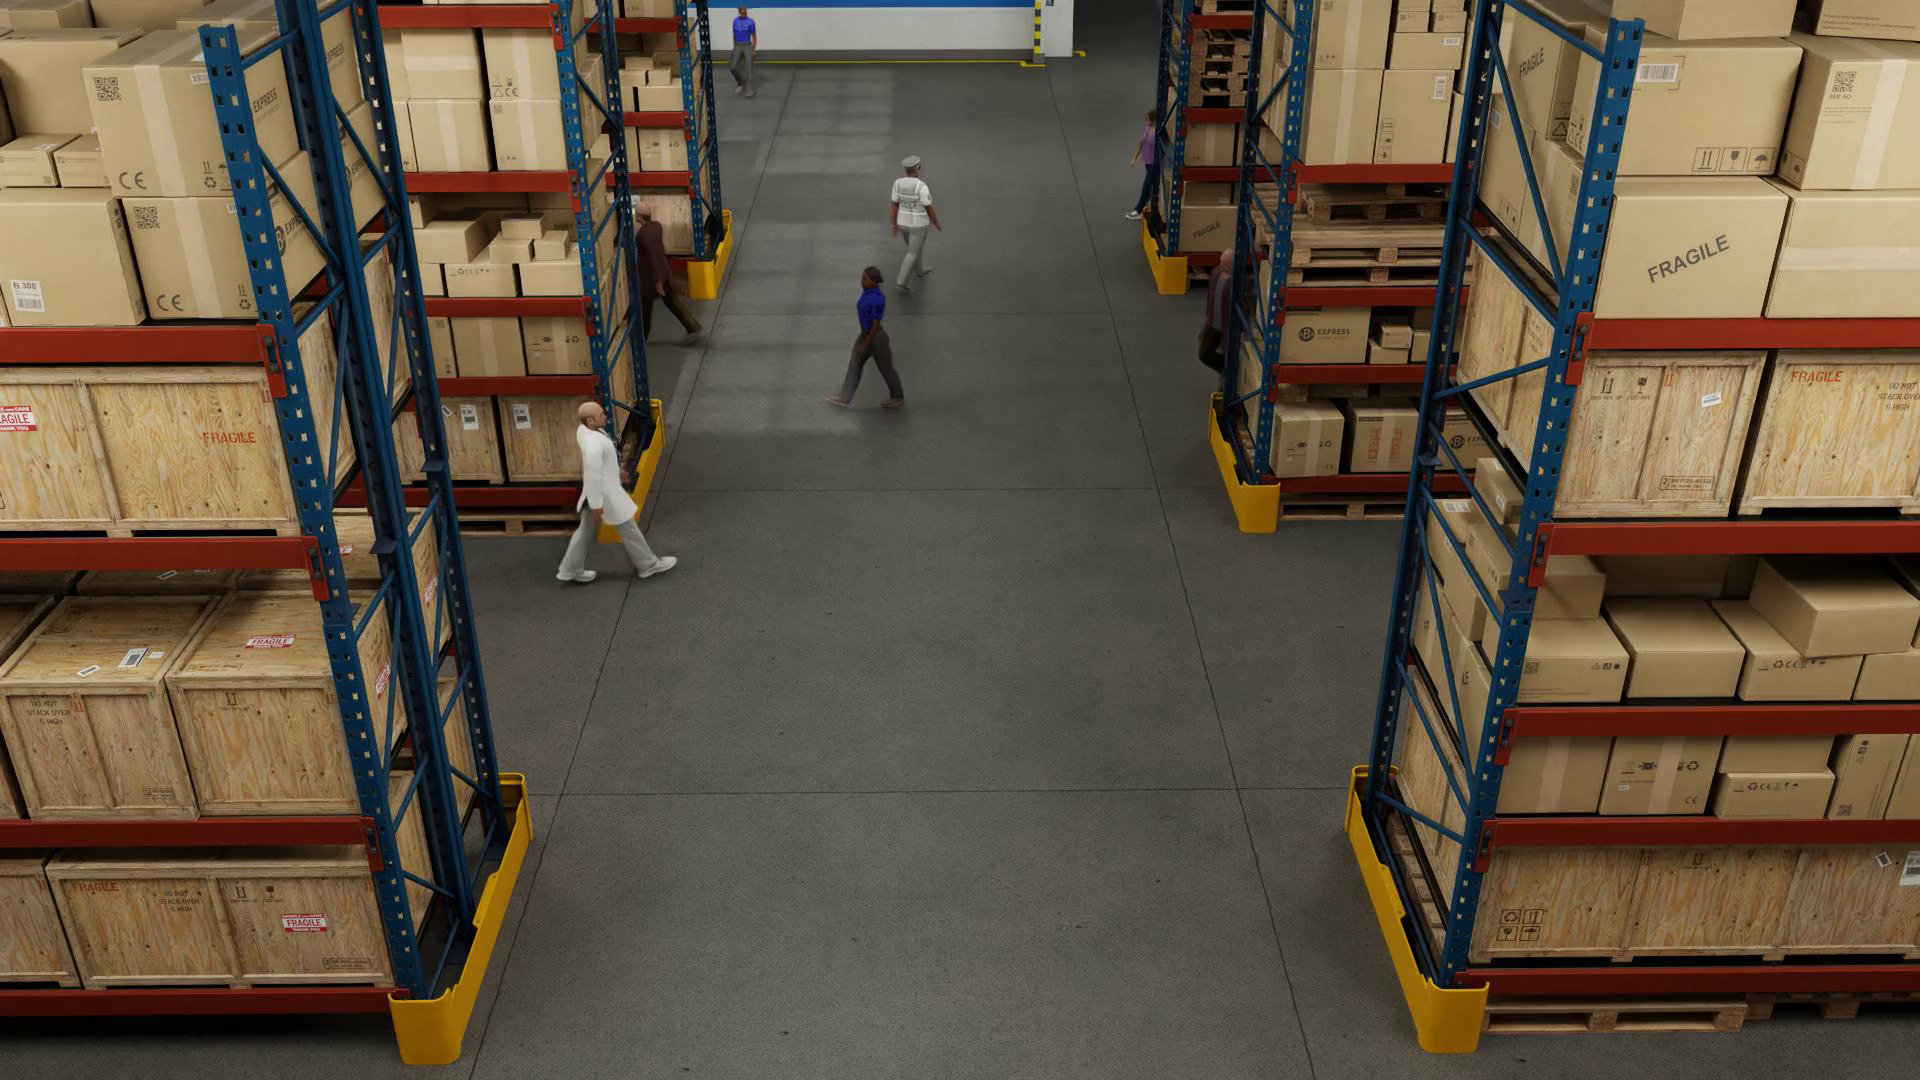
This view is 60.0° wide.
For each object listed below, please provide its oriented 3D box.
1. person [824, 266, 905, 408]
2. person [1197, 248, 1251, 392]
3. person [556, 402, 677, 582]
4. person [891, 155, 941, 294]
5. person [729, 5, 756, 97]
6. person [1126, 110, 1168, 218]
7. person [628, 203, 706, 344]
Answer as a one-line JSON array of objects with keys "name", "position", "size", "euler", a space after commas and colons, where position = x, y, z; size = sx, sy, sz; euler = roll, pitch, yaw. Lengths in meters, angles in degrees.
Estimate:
[{"name": "person", "position": [-1.032, -2.166, 18.038], "size": [0.903, 1.626, 0.464], "euler": [-13, 31, -23]}, {"name": "person", "position": [2.945, -2.366, 18.253], "size": [0.614, 1.775, 0.653], "euler": [-23, 36, -37]}, {"name": "person", "position": [-3.118, -0.433, 14.704], "size": [1.068, 1.749, 0.590], "euler": [-14, 31, -24]}, {"name": "person", "position": [-0.571, -4.132, 21.597], "size": [0.558, 1.731, 1.017], "euler": [19, 33, 31]}, {"name": "person", "position": [-4.023, -9.088, 30.894], "size": [0.488, 1.662, 0.410], "euler": [7, 29, 12]}, {"name": "person", "position": [2.798, -5.528, 24.367], "size": [0.915, 1.551, 0.426], "euler": [-15, 32, -26]}, {"name": "person", "position": [-3.598, -3.165, 19.813], "size": [1.095, 1.738, 0.613], "euler": [9, 29, 16]}]
